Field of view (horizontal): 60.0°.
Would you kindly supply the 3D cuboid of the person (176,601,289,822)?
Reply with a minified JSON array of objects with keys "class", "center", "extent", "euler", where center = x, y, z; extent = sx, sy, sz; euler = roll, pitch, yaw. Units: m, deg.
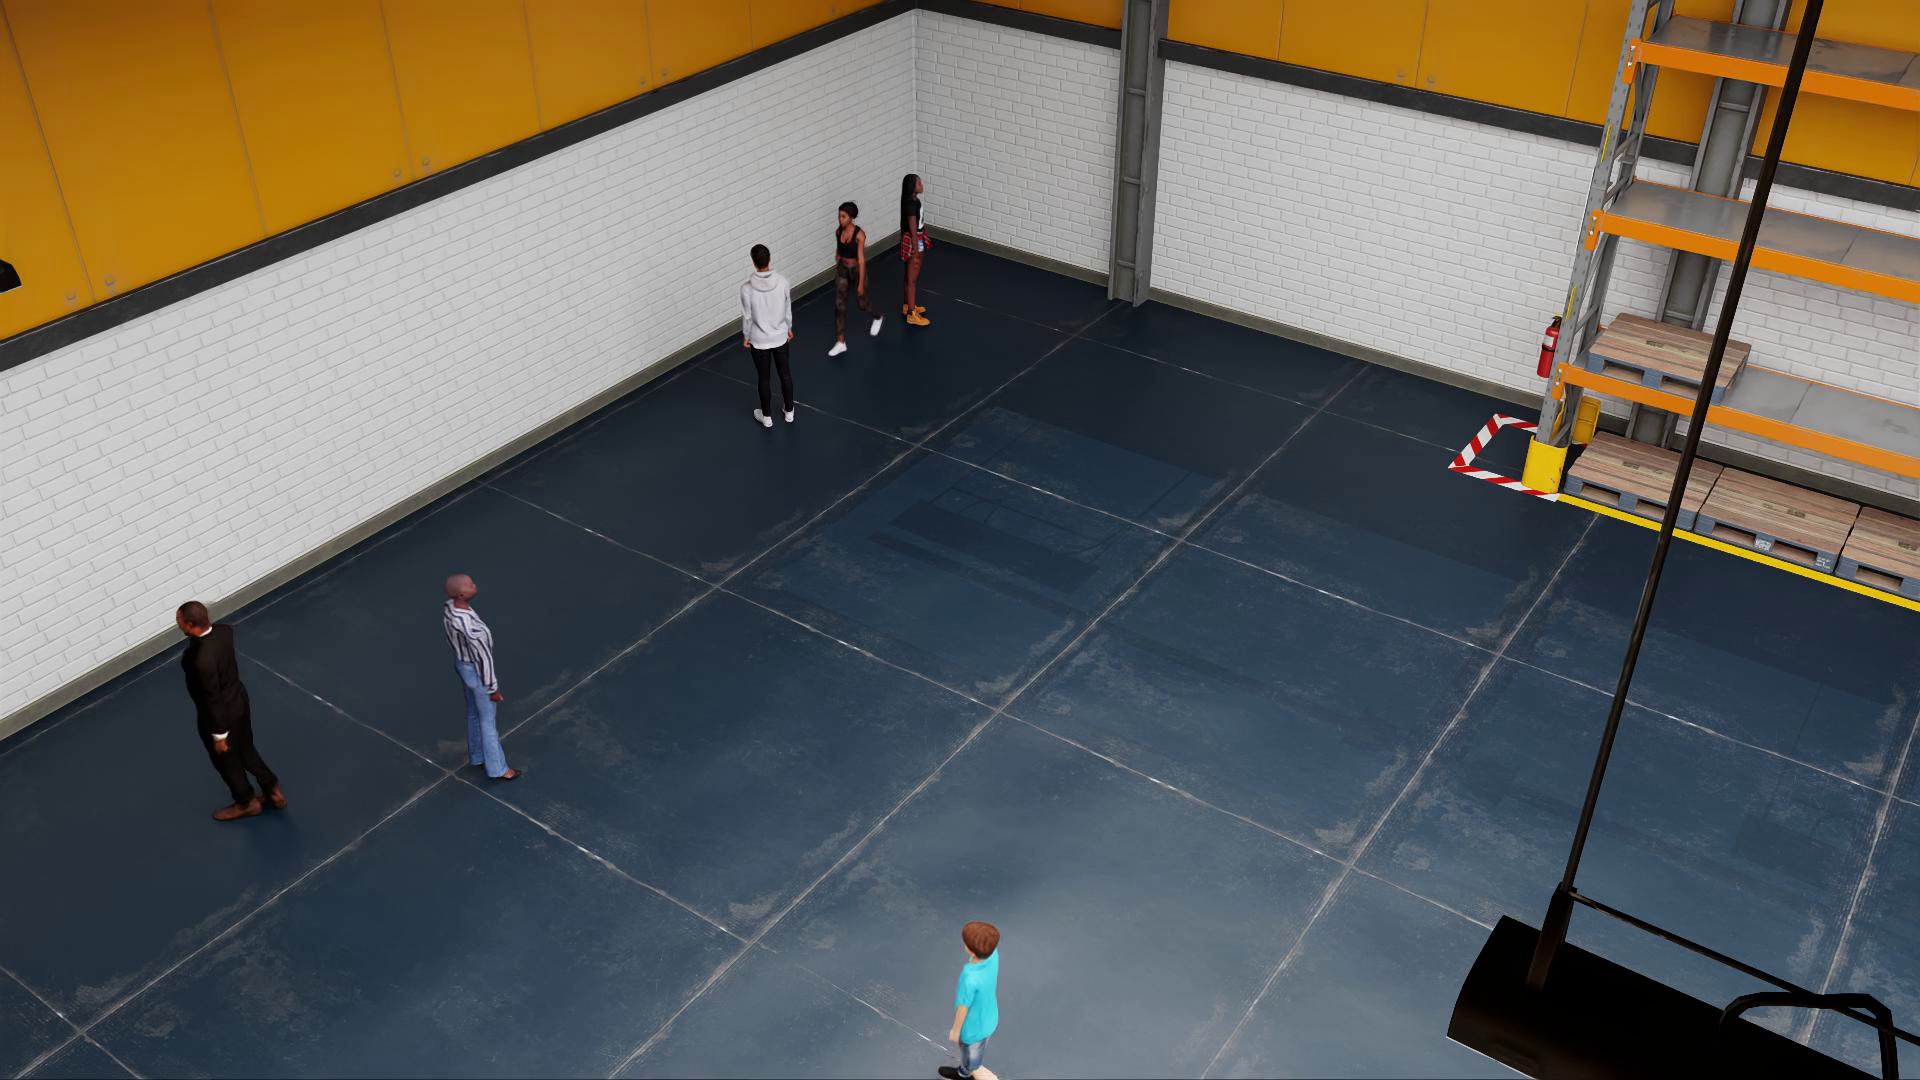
[{"class":"person","center":[-5.157,1.215,11.735],"extent":[0.977,1.899,0.920],"euler":[0,34,0]}]

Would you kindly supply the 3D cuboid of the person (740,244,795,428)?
[{"class":"person","center":[-1.901,-2.046,16.612],"extent":[0.777,1.932,0.788],"euler":[-13,36,-19]}]

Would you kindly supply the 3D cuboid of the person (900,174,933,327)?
[{"class":"person","center":[-0.533,-3.279,18.650],"extent":[0.777,1.728,0.726],"euler":[-3,34,-5]}]

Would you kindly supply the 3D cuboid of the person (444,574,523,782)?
[{"class":"person","center":[-3.537,1.001,12.150],"extent":[0.741,1.795,0.569],"euler":[-24,40,-31]}]

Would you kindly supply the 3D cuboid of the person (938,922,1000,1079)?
[{"class":"person","center":[0.145,2.817,9.743],"extent":[0.902,1.435,0.629],"euler":[15,36,21]}]

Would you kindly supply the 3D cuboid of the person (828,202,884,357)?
[{"class":"person","center":[-1.115,-2.873,18.088],"extent":[0.993,1.675,0.667],"euler":[21,39,28]}]
